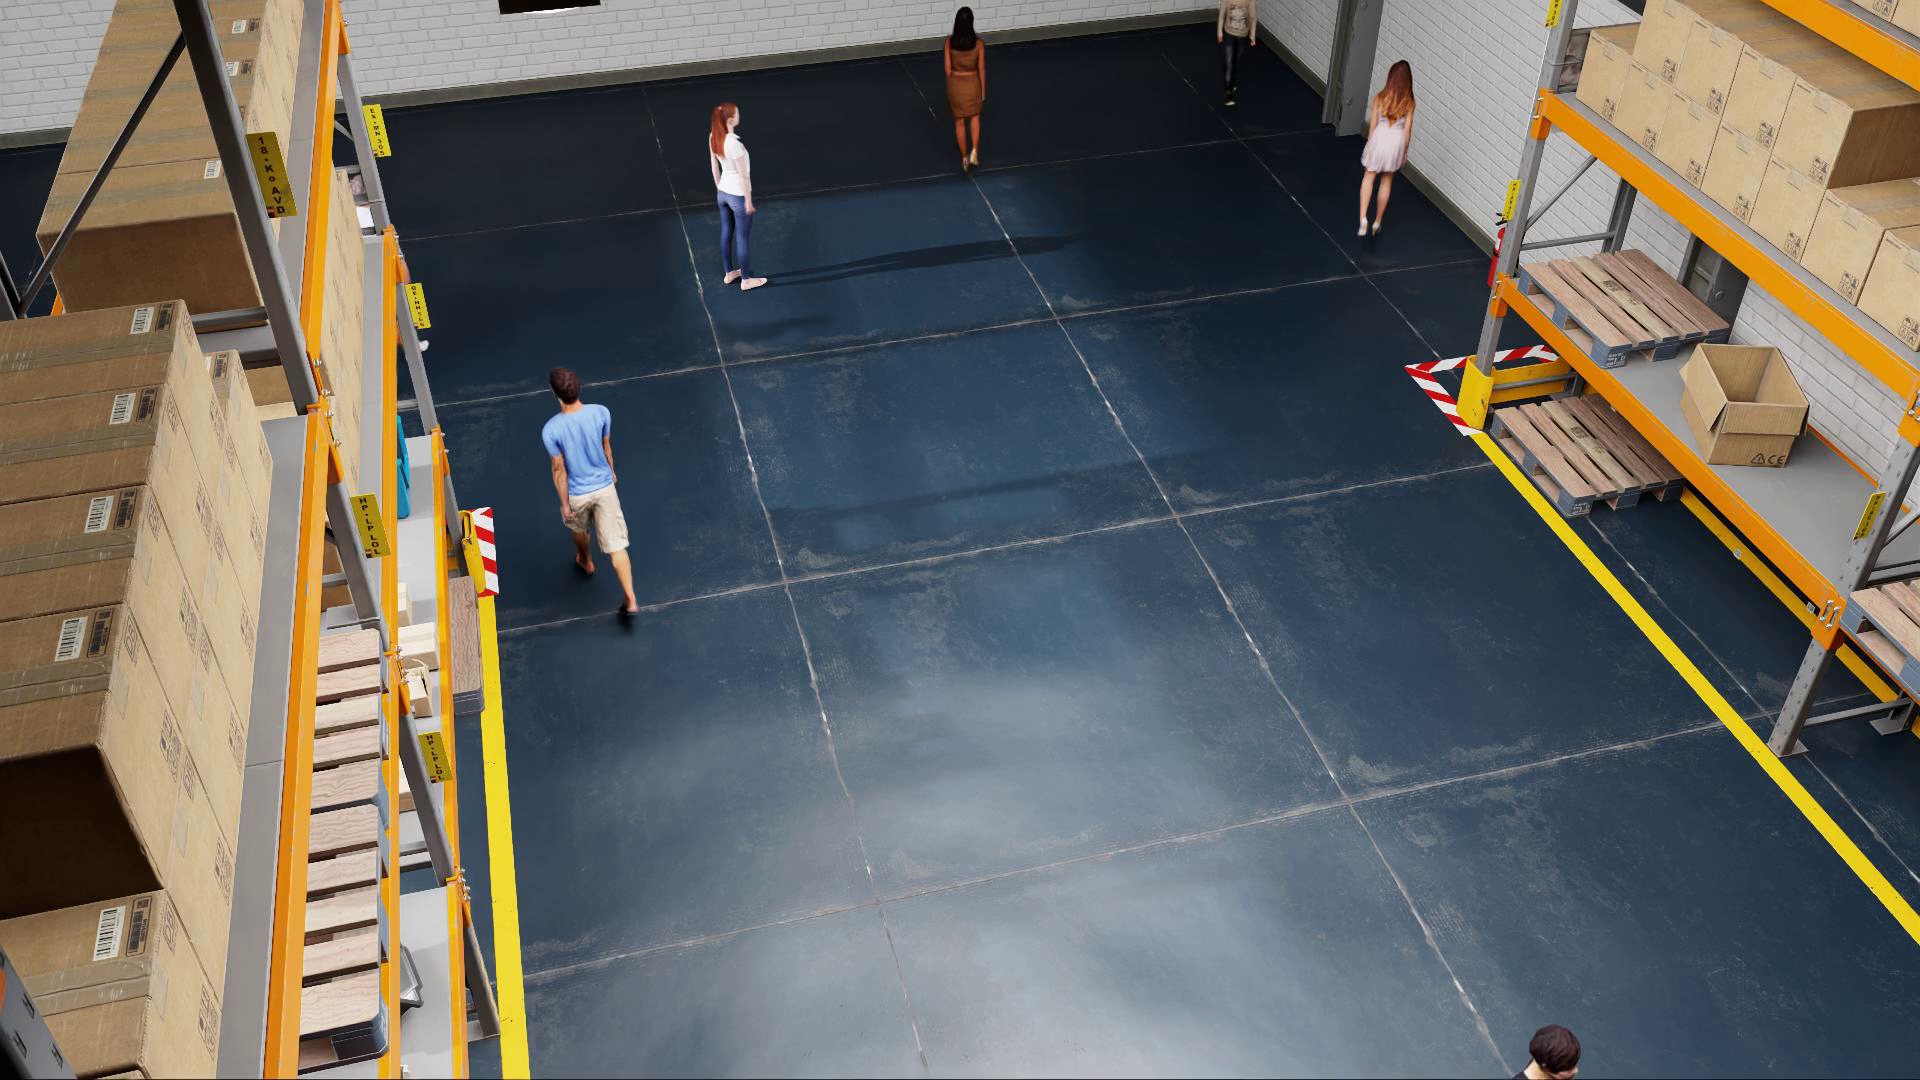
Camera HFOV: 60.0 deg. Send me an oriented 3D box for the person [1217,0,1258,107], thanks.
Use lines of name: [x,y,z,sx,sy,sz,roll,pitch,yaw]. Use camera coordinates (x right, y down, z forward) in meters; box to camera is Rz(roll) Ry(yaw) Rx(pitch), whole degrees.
person: [3.023,-5.545,18.183,0.702,1.426,1.069,-1,39,-1]

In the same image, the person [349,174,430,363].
person: [-4.743,-2.039,13.501,1.119,1.791,1.277,13,41,16]

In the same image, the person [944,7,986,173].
person: [0.038,-4.444,16.604,0.639,1.676,0.734,1,39,1]

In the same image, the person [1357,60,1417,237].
person: [3.941,-3.568,15.439,0.813,1.761,0.898,14,41,17]

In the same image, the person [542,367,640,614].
person: [-2.477,-0.290,11.282,0.793,1.827,1.280,-16,41,-19]

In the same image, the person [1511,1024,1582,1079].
person: [2.584,2.756,7.691,0.649,1.549,0.680,-29,47,-31]

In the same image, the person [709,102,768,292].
person: [-2.031,-3.061,14.823,0.618,1.738,0.714,31,48,33]
